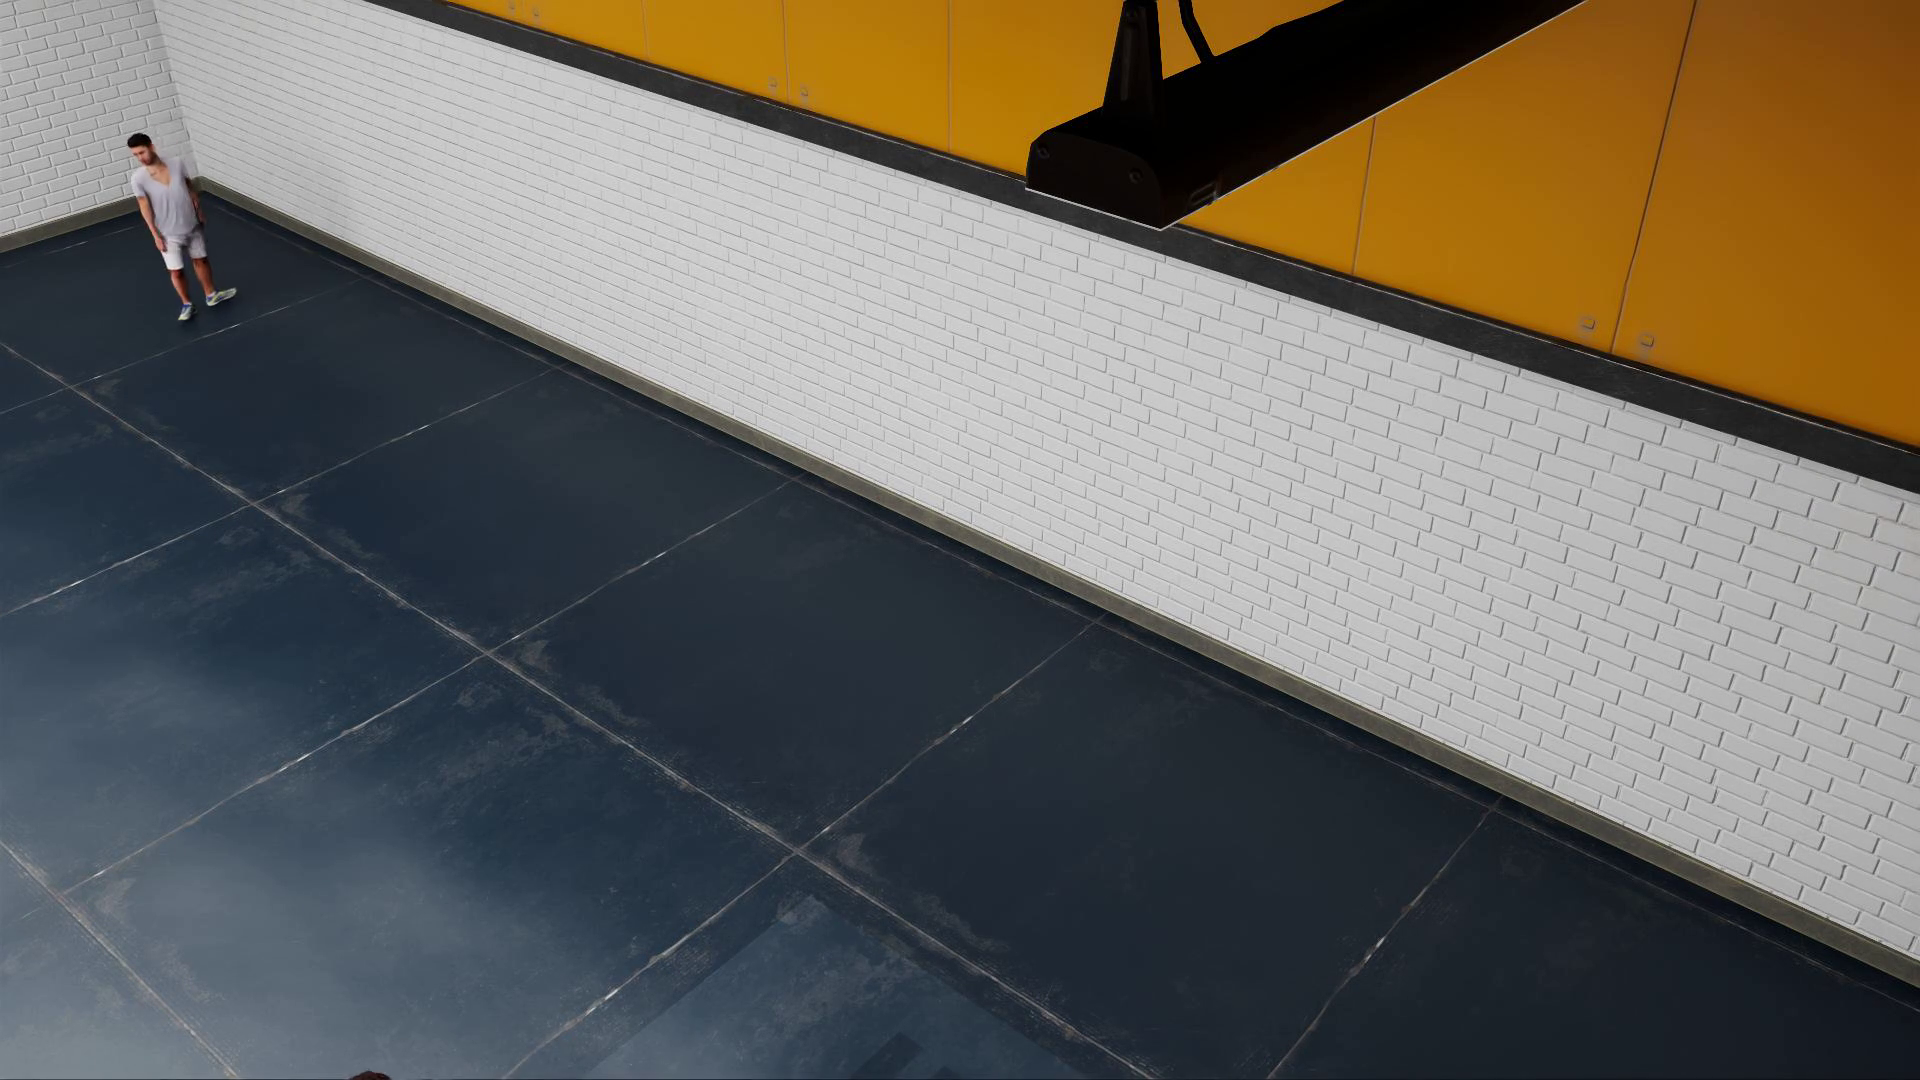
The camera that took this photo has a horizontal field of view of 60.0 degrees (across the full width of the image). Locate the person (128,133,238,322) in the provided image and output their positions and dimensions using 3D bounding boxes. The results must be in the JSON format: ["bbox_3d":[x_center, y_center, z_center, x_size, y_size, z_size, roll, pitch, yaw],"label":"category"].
[{"bbox_3d":[-7.247,-2.953,15.450,0.952,1.823,0.495,16,37,22],"label":"person"}]
